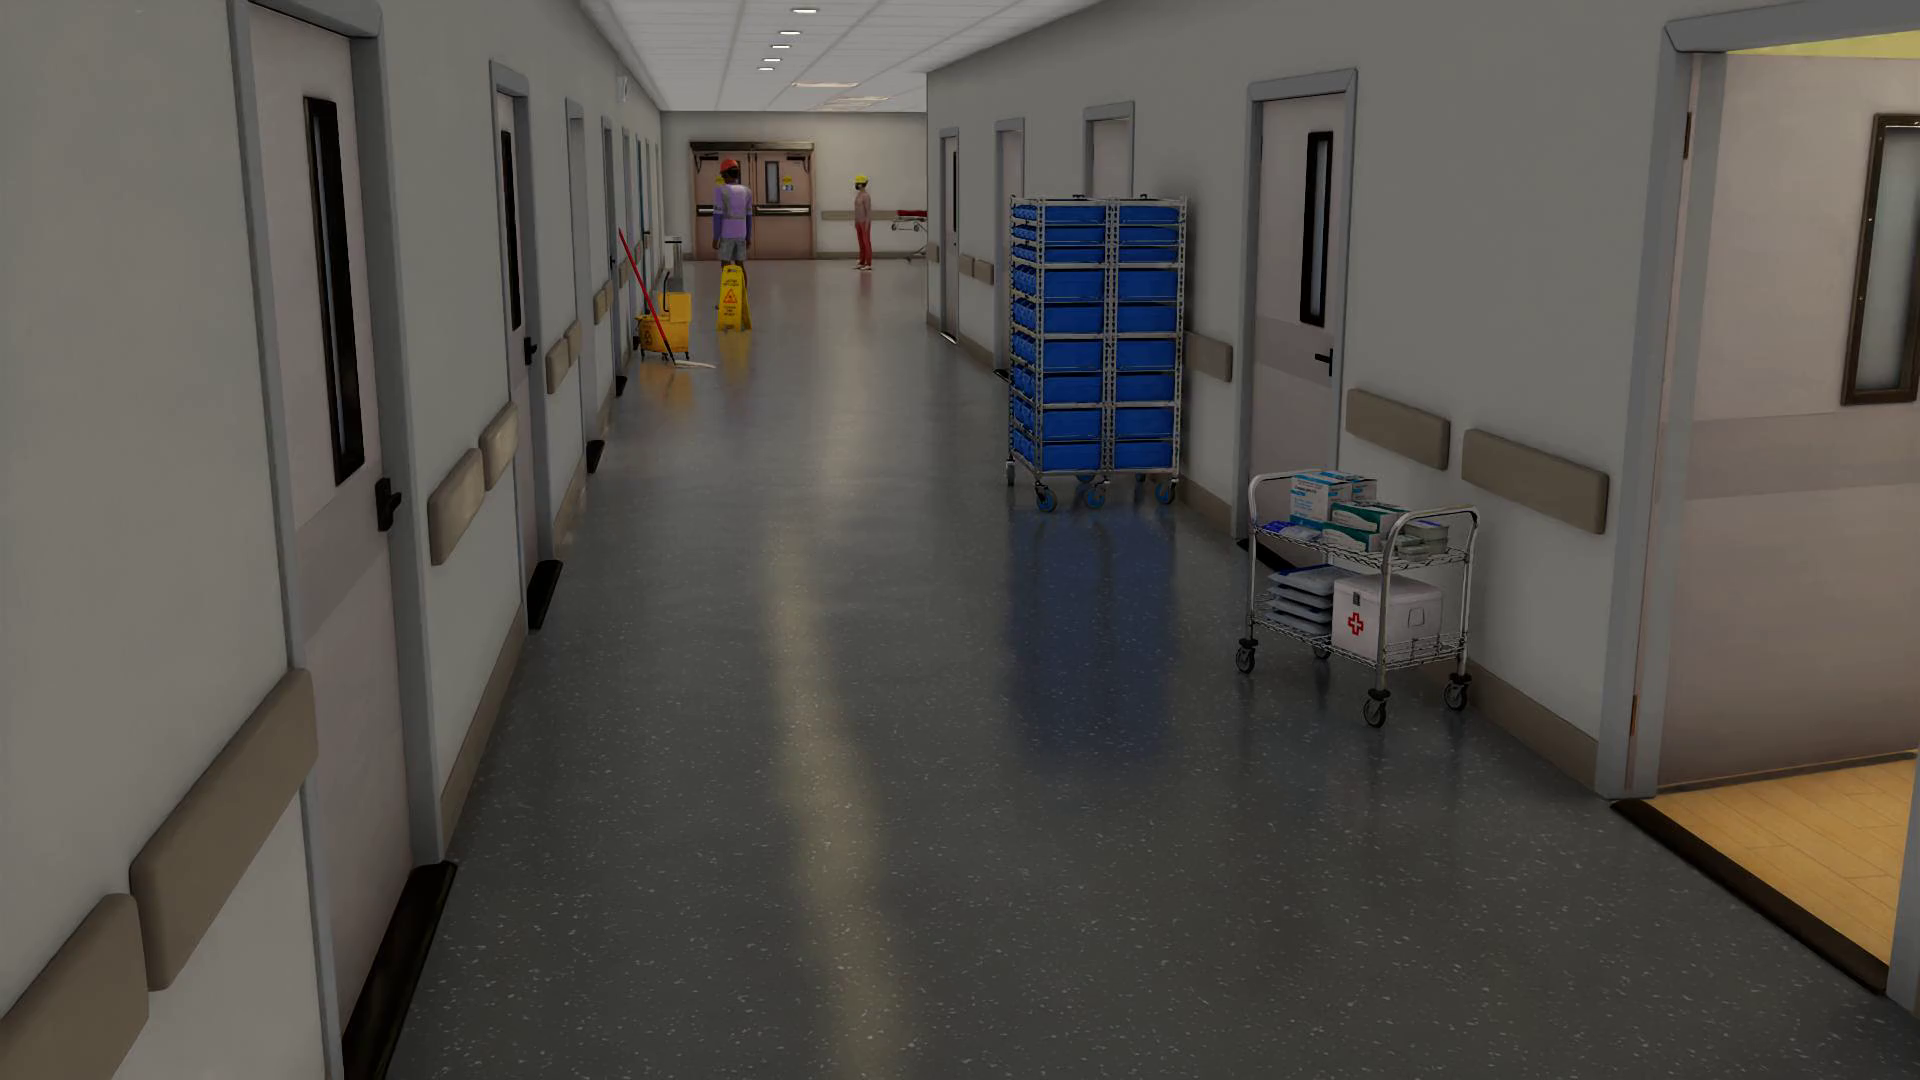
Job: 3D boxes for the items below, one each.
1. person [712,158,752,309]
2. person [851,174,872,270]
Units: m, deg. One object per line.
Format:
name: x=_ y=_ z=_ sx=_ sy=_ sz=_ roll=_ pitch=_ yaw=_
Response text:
person: x=-3.106 y=-4.148 z=22.605 sx=0.612 sy=2.031 sz=0.407 roll=-12 pitch=17 yaw=-43
person: x=-1.839 y=-5.943 z=31.156 sx=0.321 sy=1.769 sz=0.523 roll=-7 pitch=14 yaw=-27
